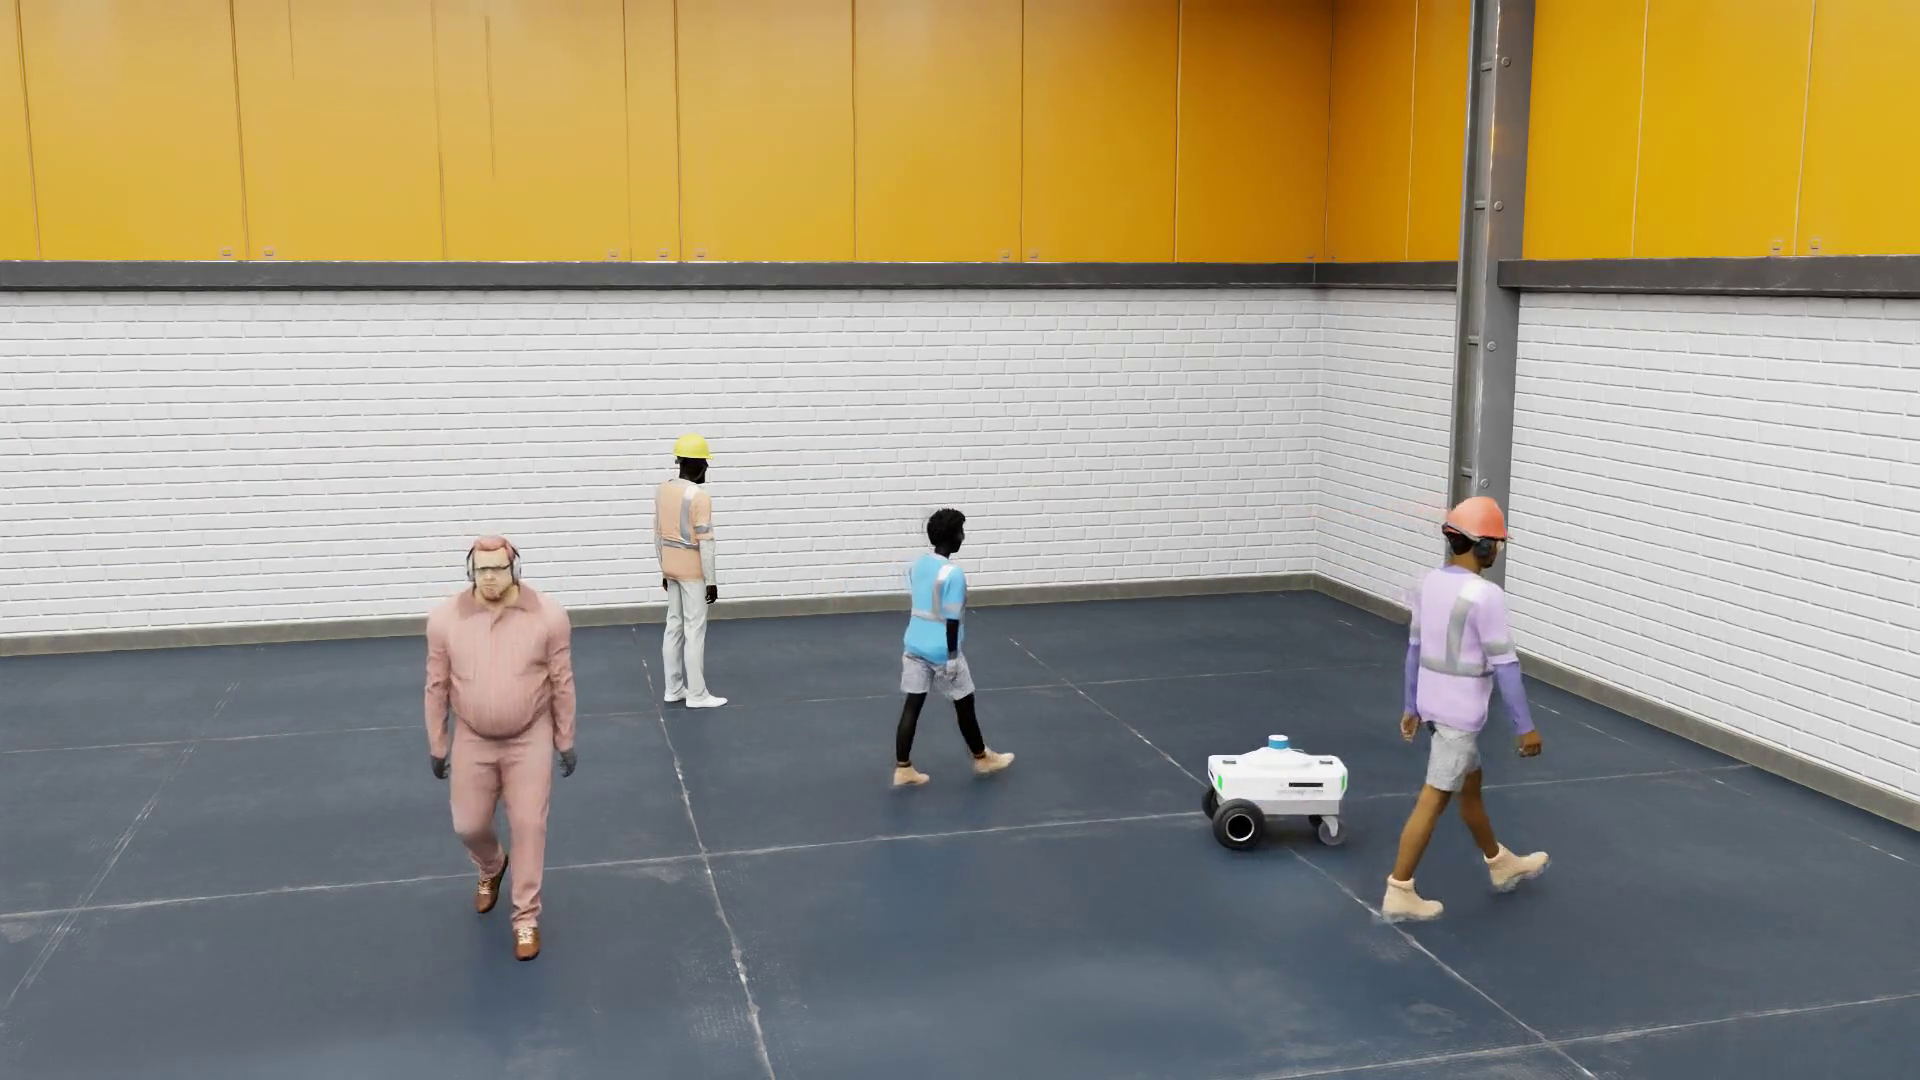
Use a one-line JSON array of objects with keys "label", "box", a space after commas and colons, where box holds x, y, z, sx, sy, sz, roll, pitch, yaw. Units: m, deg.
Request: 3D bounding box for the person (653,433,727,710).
[{"label": "person", "box": [-1.889, 0.216, 11.632, 0.593, 1.922, 0.377, 9, 13, 44]}]

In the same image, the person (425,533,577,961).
[{"label": "person", "box": [-2.070, 0.890, 7.532, 0.666, 1.887, 0.721, -2, 9, -10]}]

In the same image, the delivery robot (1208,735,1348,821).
[{"label": "delivery robot", "box": [1.699, 1.289, 8.907, 0.707, 0.478, 0.477, 0, 9, 0]}]

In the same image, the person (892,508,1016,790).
[{"label": "person", "box": [-0.052, 0.634, 9.829, 0.823, 1.657, 0.548, -7, 11, -35]}]

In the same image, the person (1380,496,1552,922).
[{"label": "person", "box": [2.430, 0.795, 7.820, 1.035, 1.991, 0.635, -2, 9, -13]}]
